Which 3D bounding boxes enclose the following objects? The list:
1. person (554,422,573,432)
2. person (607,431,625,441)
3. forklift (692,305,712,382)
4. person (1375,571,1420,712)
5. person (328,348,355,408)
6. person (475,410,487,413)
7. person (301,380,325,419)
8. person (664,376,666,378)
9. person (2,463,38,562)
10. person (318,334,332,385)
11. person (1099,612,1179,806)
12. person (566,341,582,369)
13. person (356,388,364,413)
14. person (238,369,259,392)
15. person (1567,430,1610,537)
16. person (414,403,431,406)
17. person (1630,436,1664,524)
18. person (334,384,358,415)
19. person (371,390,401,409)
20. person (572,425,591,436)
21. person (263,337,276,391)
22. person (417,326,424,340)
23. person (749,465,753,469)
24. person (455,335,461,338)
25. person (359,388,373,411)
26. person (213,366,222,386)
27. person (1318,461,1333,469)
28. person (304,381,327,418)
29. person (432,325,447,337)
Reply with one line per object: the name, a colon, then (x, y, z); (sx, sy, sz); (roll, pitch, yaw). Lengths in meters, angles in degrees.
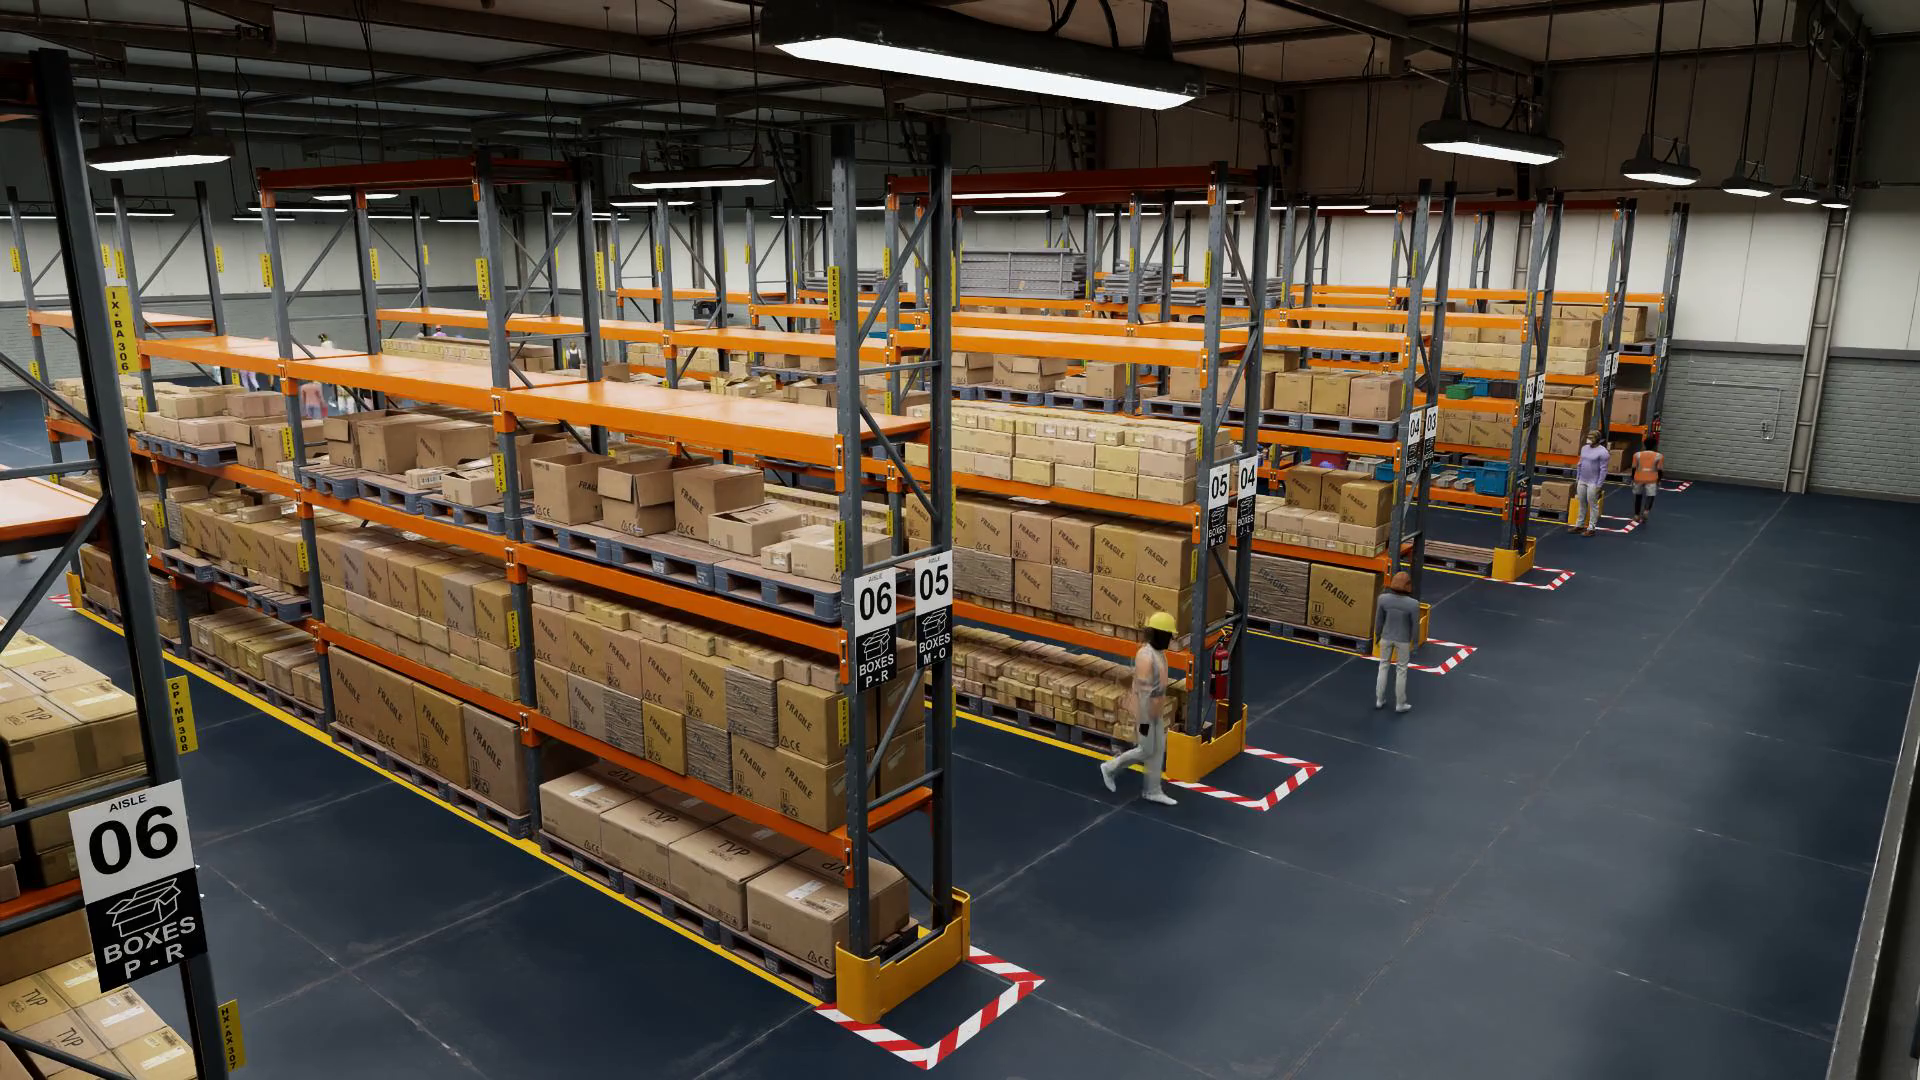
person: (-8.229, -1.753, 25.924); (0.631, 1.874, 1.046); (-4, 14, -17)
person: (-8.031, -2.610, 29.568); (0.628, 1.824, 0.487); (-4, 14, -14)
forklift: (-9.511, -7.392, 47.124); (1.873, 2.768, 1.129); (11, 17, 38)
person: (5.013, 1.158, 14.461); (0.507, 1.631, 0.270); (11, 17, 38)
person: (-19.656, -5.107, 39.735); (1.004, 1.882, 0.598); (3, 14, 11)
person: (-10.997, -2.616, 29.325); (0.981, 1.956, 0.622); (7, 16, 28)
person: (-17.439, -3.643, 33.969); (0.554, 1.750, 0.364); (-3, 14, -11)
person: (-9.522, -5.139, 39.968); (0.604, 1.828, 0.403); (11, 17, 37)
person: (-15.926, -0.452, 20.986); (0.636, 1.678, 0.546); (-6, 15, -23)
person: (-23.109, -6.627, 46.098); (0.337, 1.832, 0.663); (4, 14, 14)
person: (1.753, 1.607, 12.074); (0.691, 1.891, 0.629); (6, 15, 25)
person: (-13.312, -5.984, 43.487); (0.516, 1.817, 0.927); (-7, 15, -26)
person: (-17.903, -4.597, 37.500); (0.361, 1.935, 0.553); (12, 18, 42)
person: (-24.024, -5.778, 42.464); (0.670, 1.885, 0.655); (11, 17, 37)
person: (11.442, -1.043, 22.882); (0.371, 1.940, 0.630); (-4, 14, -17)
person: (-14.770, -3.881, 34.660); (0.672, 1.883, 0.674); (4, 14, 16)
person: (12.948, -1.130, 23.784); (0.547, 1.678, 0.692); (9, 16, 33)
person: (-17.289, -4.039, 35.501); (0.654, 1.809, 0.504); (-2, 14, -10)
person: (-14.971, -3.436, 32.871); (0.646, 1.878, 0.903); (-10, 17, -36)
person: (-7.613, -1.761, 25.706); (0.584, 1.999, 0.699); (6, 15, 23)
person: (-24.000, -6.091, 43.751); (0.559, 1.895, 0.977); (-4, 14, -16)
person: (-21.399, -7.584, 50.059); (0.809, 1.814, 0.638); (1, 14, 2)
person: (-4.788, -2.442, 29.275); (0.605, 1.628, 0.437); (-5, 14, -18)
person: (-17.650, -6.315, 44.646); (0.620, 1.908, 0.978); (3, 14, 11)
person: (-16.226, -3.952, 34.727); (0.624, 1.993, 0.385); (-10, 17, -36)
person: (-23.215, -4.974, 39.700); (0.564, 1.618, 0.526); (6, 15, 23)
person: (5.779, -0.277, 19.761); (0.624, 1.929, 0.734); (-5, 15, -21)
person: (-18.386, -4.098, 35.869); (0.801, 1.743, 0.515); (-1, 14, -5)
person: (-20.385, -7.492, 49.410); (0.544, 1.938, 0.355); (-10, 17, -34)
